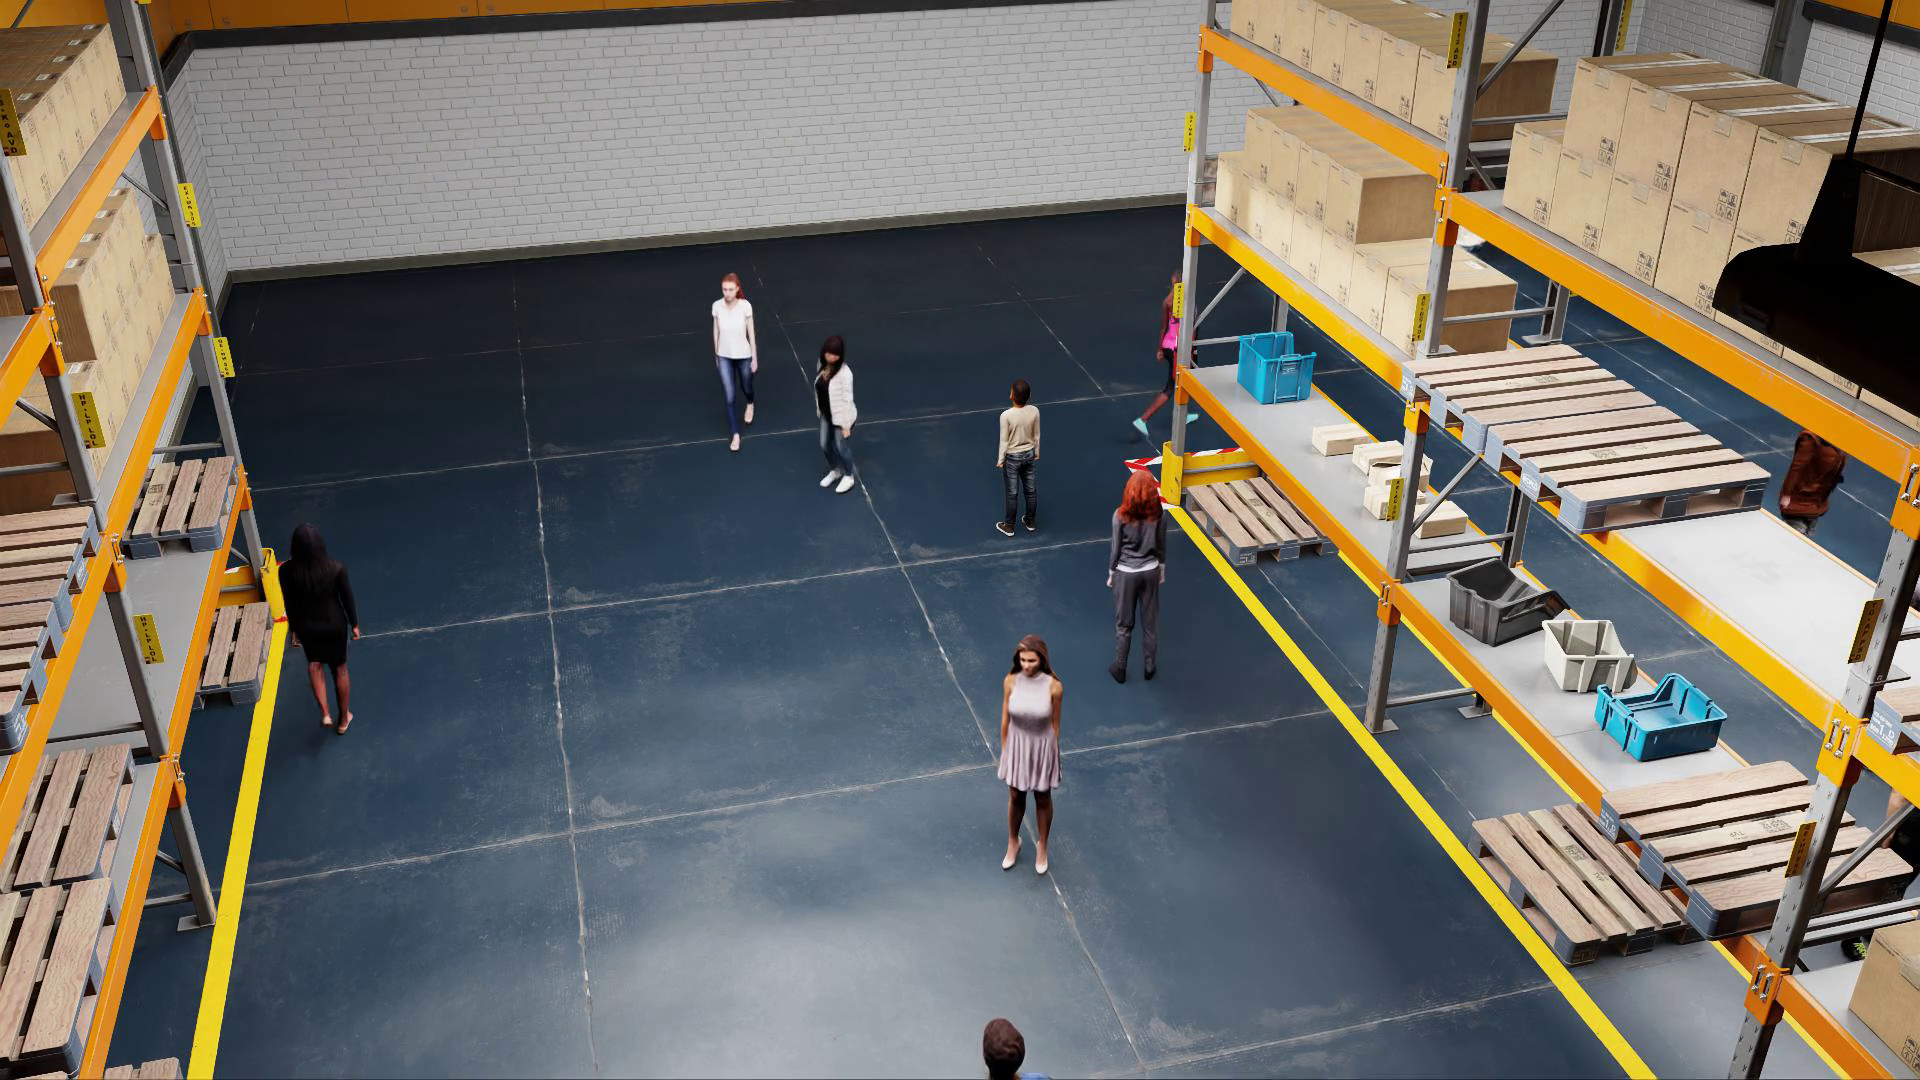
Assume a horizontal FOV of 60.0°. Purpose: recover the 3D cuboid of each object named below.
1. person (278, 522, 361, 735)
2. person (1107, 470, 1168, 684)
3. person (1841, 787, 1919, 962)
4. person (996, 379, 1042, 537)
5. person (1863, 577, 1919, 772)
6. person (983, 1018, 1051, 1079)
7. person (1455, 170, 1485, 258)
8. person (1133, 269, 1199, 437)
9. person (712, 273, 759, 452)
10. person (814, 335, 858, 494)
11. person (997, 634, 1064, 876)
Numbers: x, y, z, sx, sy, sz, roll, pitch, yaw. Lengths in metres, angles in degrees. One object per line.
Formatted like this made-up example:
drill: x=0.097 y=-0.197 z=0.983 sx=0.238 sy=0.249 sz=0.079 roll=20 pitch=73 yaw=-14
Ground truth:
person: x=-4.559 y=0.682 z=11.869 sx=0.652 sy=1.713 sz=0.669 roll=-5 pitch=29 yaw=-10
person: x=1.331 y=0.274 z=12.549 sx=0.614 sy=1.779 sz=0.524 roll=-4 pitch=29 yaw=-7
person: x=5.617 y=1.833 z=9.927 sx=0.588 sy=1.553 sz=0.567 roll=-14 pitch=32 yaw=-24
person: x=0.526 y=-0.734 z=14.725 sx=0.585 sy=1.464 sz=0.545 roll=-12 pitch=31 yaw=-21
person: x=6.613 y=0.778 z=11.557 sx=0.653 sy=1.844 sz=0.525 roll=-7 pitch=29 yaw=-12
person: x=0.210 y=2.963 z=7.543 sx=0.737 sy=1.853 sz=0.712 roll=-17 pitch=33 yaw=-28
person: x=6.033 y=-3.489 z=19.568 sx=0.642 sy=1.663 sz=0.874 roll=-9 pitch=30 yaw=-16
person: x=2.074 y=-1.814 z=16.471 sx=0.904 sy=1.688 sz=1.128 roll=-18 pitch=34 yaw=-30
person: x=-2.198 y=-1.813 z=16.446 sx=0.779 sy=1.710 sz=1.168 roll=0 pitch=29 yaw=0
person: x=-1.121 y=-1.185 z=15.406 sx=0.829 sy=1.604 sz=0.752 roll=-22 pitch=35 yaw=-34
person: x=0.449 y=1.359 z=10.569 sx=0.670 sy=1.770 sz=0.712 roll=7 pitch=29 yaw=13
